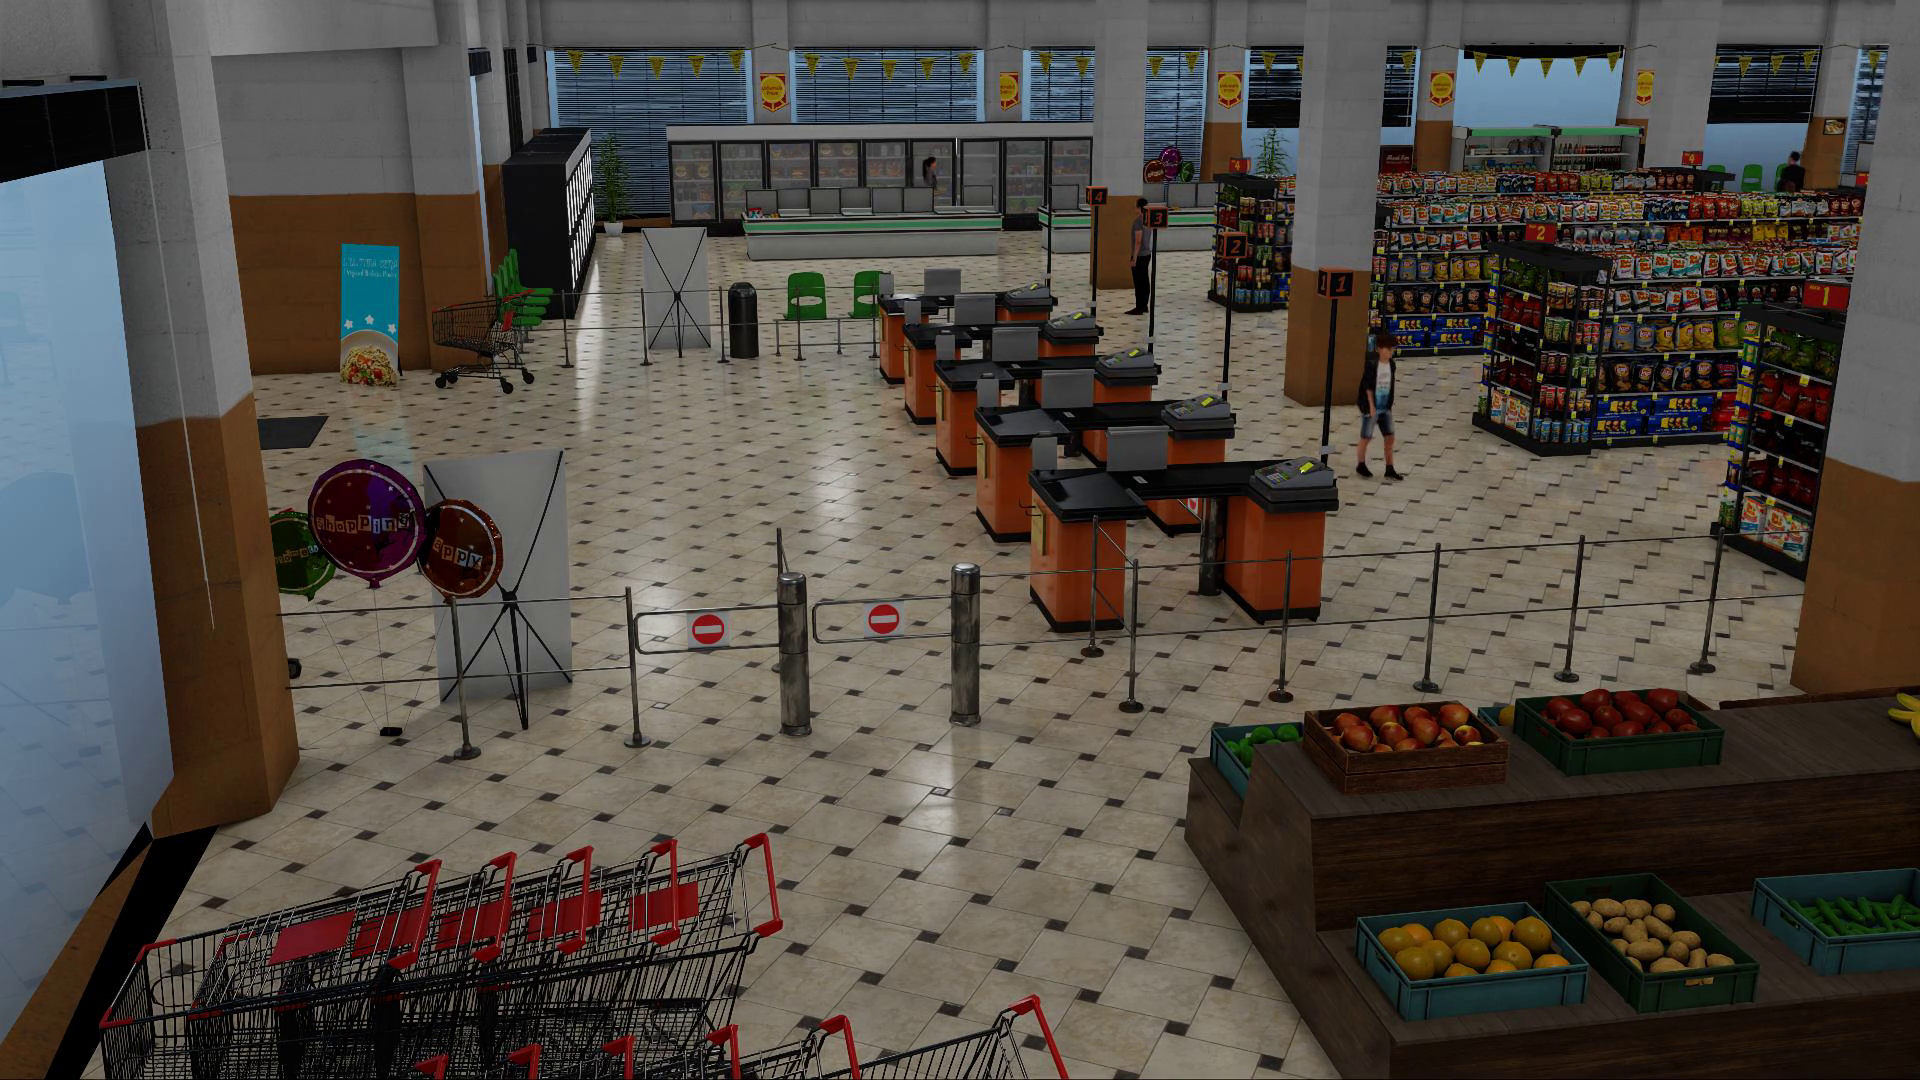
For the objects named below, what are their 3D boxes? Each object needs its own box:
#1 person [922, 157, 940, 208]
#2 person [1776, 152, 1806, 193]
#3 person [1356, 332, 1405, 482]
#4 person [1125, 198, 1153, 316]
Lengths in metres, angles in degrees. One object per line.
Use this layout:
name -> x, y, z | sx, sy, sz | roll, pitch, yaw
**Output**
person -> -0.714, -7.232, 35.119 | 0.790, 1.665, 0.656 | -2, 17, -6
person -> 17.038, -6.996, 34.091 | 1.139, 1.810, 0.811 | -1, 17, -5
person -> 3.951, -1.285, 15.943 | 0.784, 1.427, 0.695 | -6, 18, -20
person -> 2.771, -4.346, 25.457 | 0.738, 1.756, 0.702 | 9, 19, 26
